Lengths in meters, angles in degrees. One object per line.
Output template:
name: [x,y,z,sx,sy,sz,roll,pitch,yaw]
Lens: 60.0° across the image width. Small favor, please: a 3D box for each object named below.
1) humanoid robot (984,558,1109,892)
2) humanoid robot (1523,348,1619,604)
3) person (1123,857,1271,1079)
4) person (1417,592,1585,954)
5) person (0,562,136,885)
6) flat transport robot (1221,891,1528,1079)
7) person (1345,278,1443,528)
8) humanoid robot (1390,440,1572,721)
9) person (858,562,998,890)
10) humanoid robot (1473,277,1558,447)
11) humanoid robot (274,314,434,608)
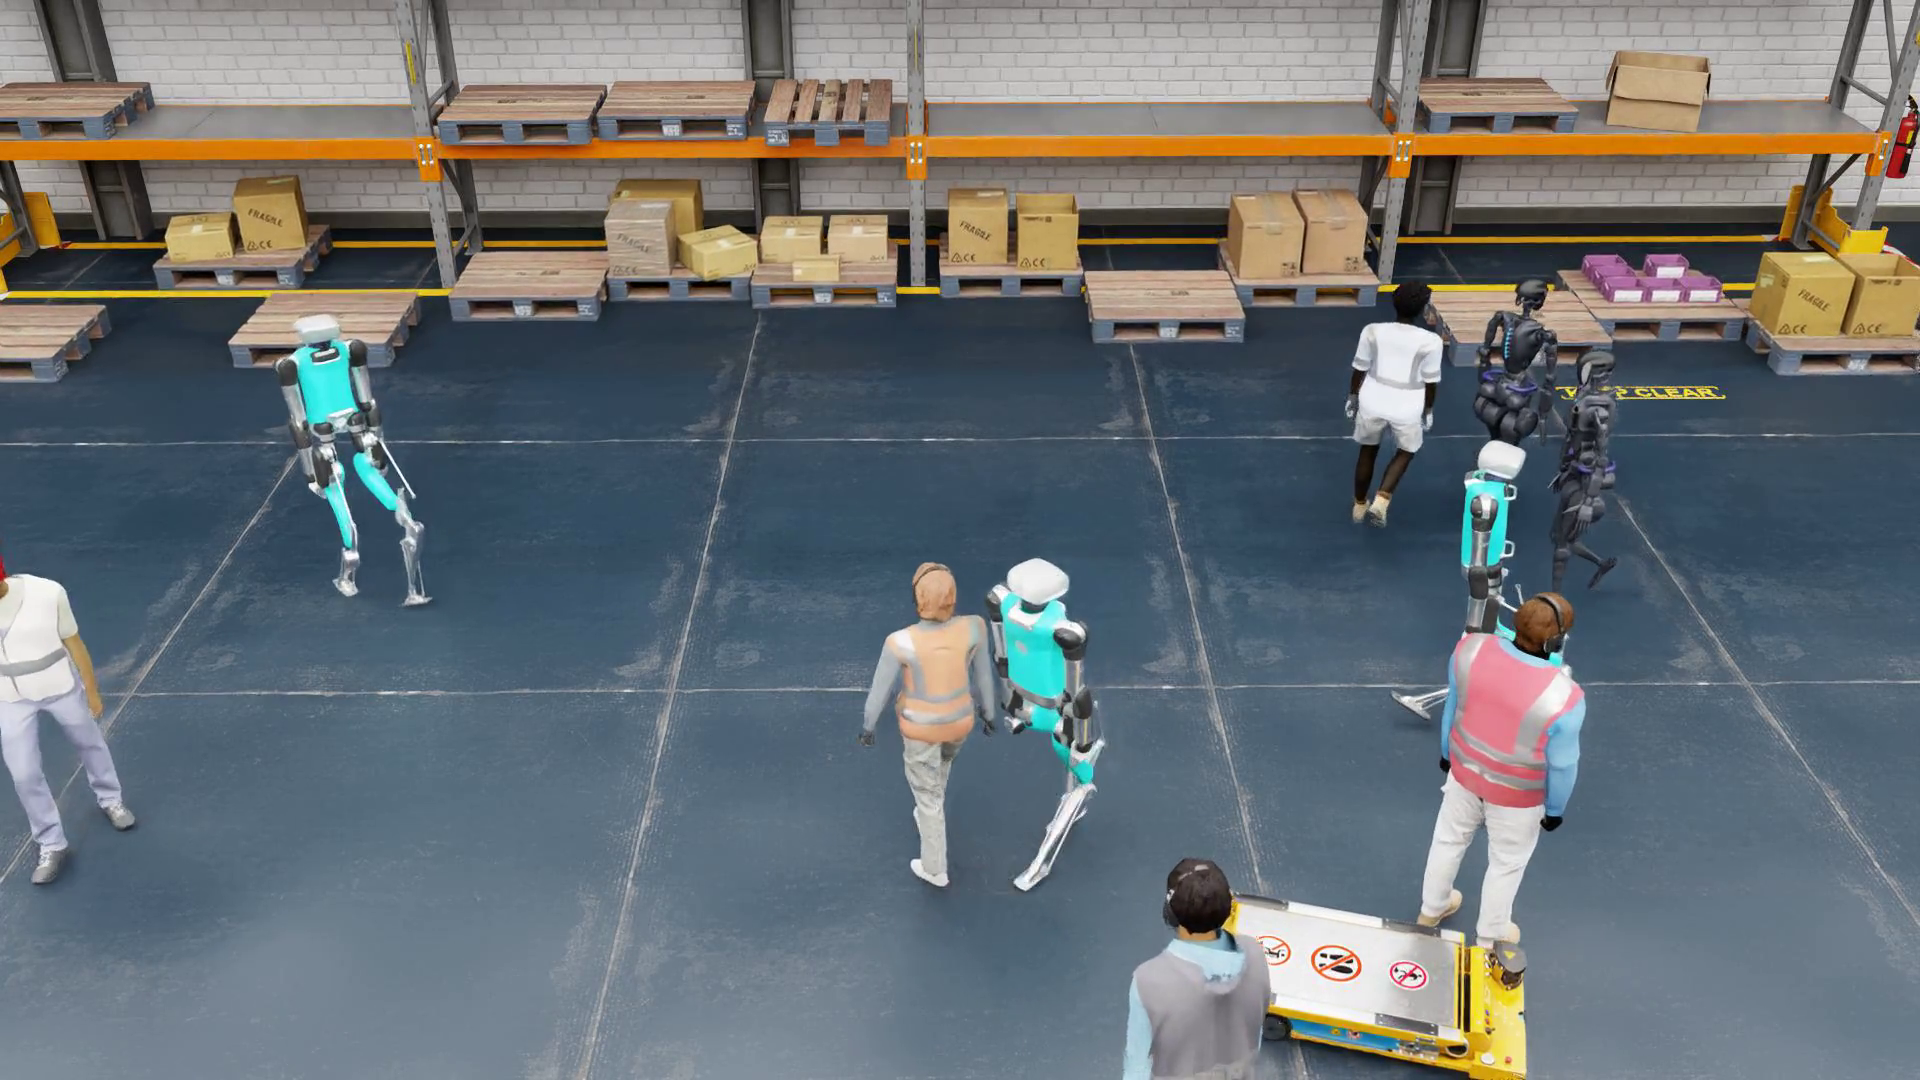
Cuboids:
humanoid robot: [0.501,0.774,7.709,0.538,1.752,0.927,25,39,35]
humanoid robot: [3.665,-0.321,9.592,0.552,1.641,0.615,1,31,2]
person: [0.789,1.900,5.725,0.548,1.841,0.605,-11,33,-17]
person: [2.349,1.022,7.199,0.434,1.834,0.629,-23,38,-33]
person: [-4.283,0.742,7.694,0.562,1.799,0.654,-9,32,-15]
flat transport robot: [1.704,1.923,7.210,1.431,0.231,0.659,8,32,13]
person: [2.683,-0.821,10.397,0.570,1.678,0.427,16,35,25]
humanoid robot: [2.789,0.337,8.435,1.017,1.743,0.550,10,33,17]
person: [-0.158,0.828,7.718,0.626,1.609,0.681,-13,33,-20]
humanoid robot: [3.495,-0.885,10.522,0.538,1.642,0.591,-20,36,-30]
humanoid robot: [-3.426,-0.369,9.626,0.554,1.757,0.934,-27,40,-37]
